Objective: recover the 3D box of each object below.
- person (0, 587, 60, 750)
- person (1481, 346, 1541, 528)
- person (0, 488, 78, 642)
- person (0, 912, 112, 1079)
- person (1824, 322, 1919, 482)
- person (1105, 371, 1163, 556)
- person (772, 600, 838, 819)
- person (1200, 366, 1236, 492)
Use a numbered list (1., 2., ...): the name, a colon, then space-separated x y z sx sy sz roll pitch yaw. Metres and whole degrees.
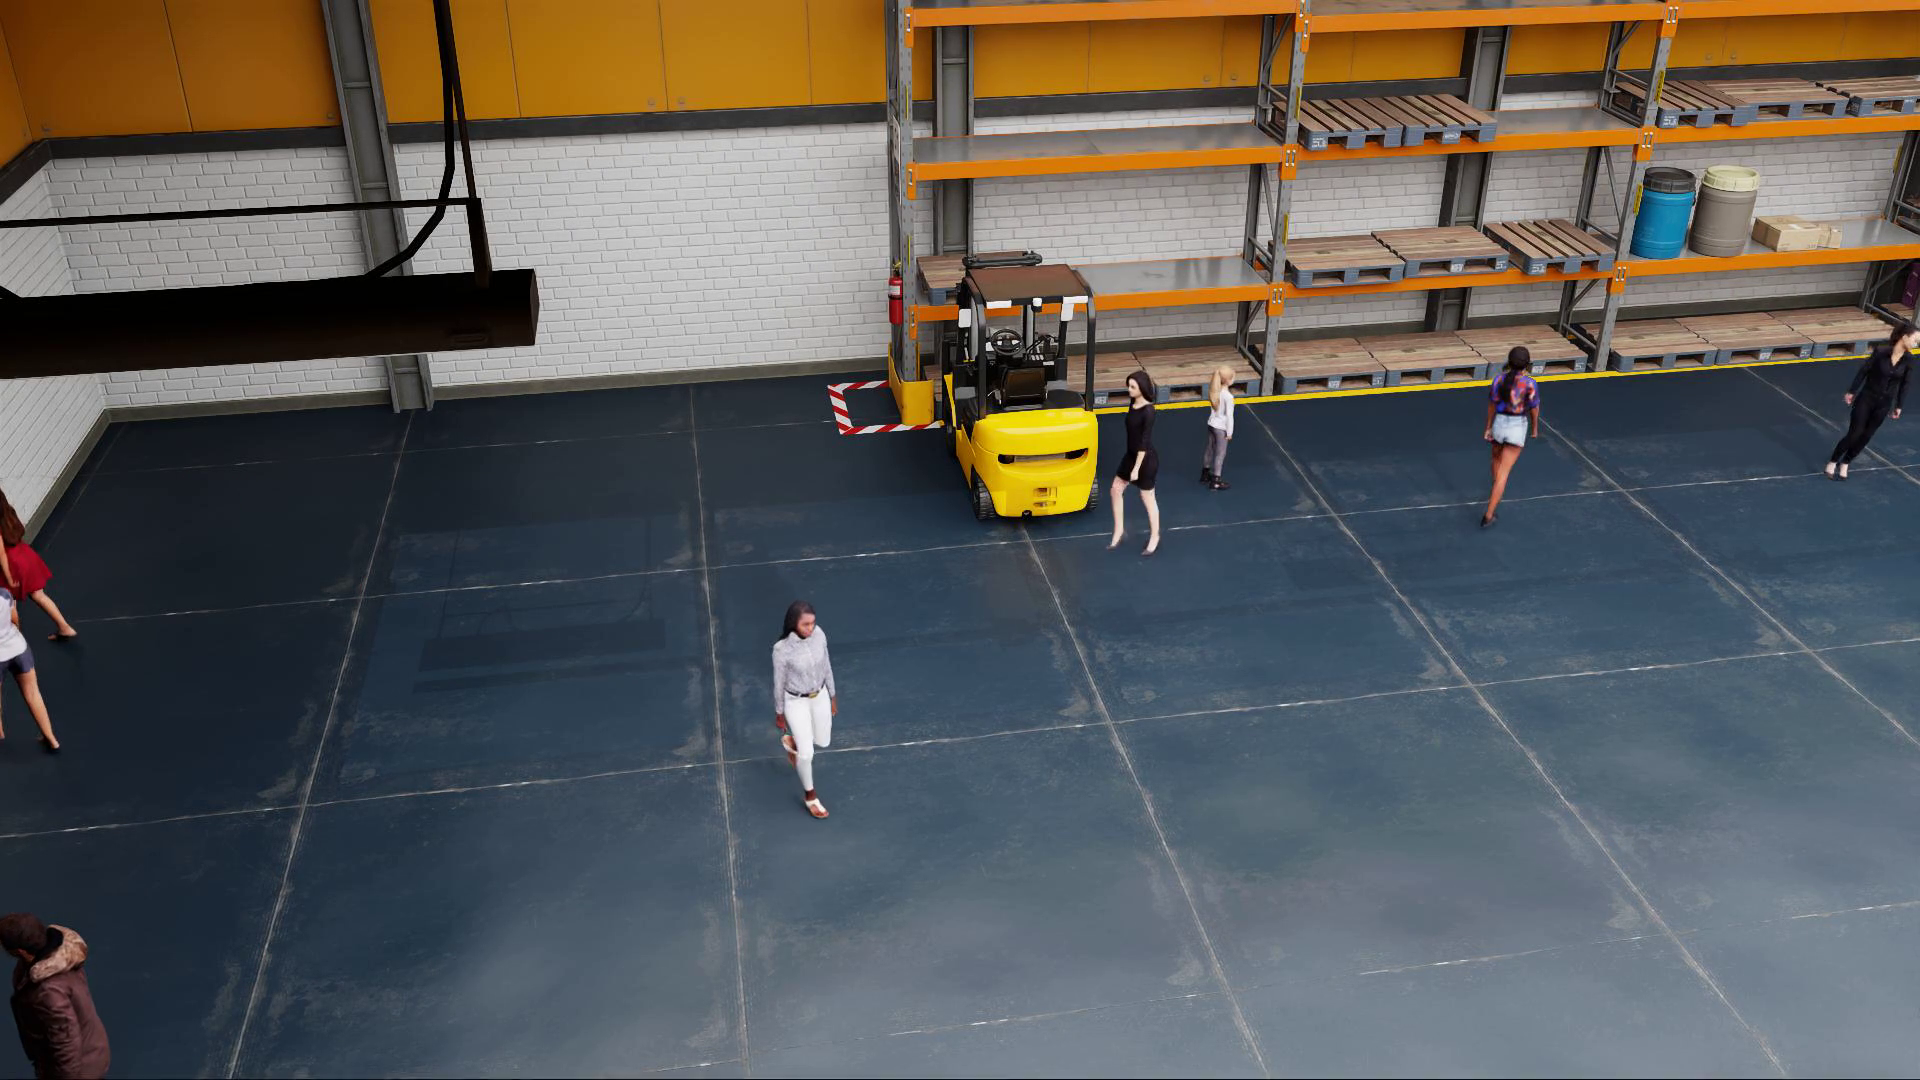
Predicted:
1. person: -7.012 0.877 12.267 0.973 1.591 0.937 20 34 32
2. person: 5.071 -0.932 15.474 1.093 1.697 1.175 20 34 32
3. person: -7.654 0.196 13.572 0.918 1.538 0.638 1 29 1
4. person: -4.664 2.659 8.735 0.801 1.846 0.840 -16 32 -26
5. person: 8.855 -1.316 16.212 0.571 1.664 0.772 9 30 15
6. person: 1.703 -0.671 14.904 0.771 1.784 0.669 -10 30 -18
7. person: -1.127 1.125 11.695 0.942 1.704 0.900 -19 34 -31
8. person: 2.516 -1.105 16.229 0.557 1.277 0.541 -14 32 -24
